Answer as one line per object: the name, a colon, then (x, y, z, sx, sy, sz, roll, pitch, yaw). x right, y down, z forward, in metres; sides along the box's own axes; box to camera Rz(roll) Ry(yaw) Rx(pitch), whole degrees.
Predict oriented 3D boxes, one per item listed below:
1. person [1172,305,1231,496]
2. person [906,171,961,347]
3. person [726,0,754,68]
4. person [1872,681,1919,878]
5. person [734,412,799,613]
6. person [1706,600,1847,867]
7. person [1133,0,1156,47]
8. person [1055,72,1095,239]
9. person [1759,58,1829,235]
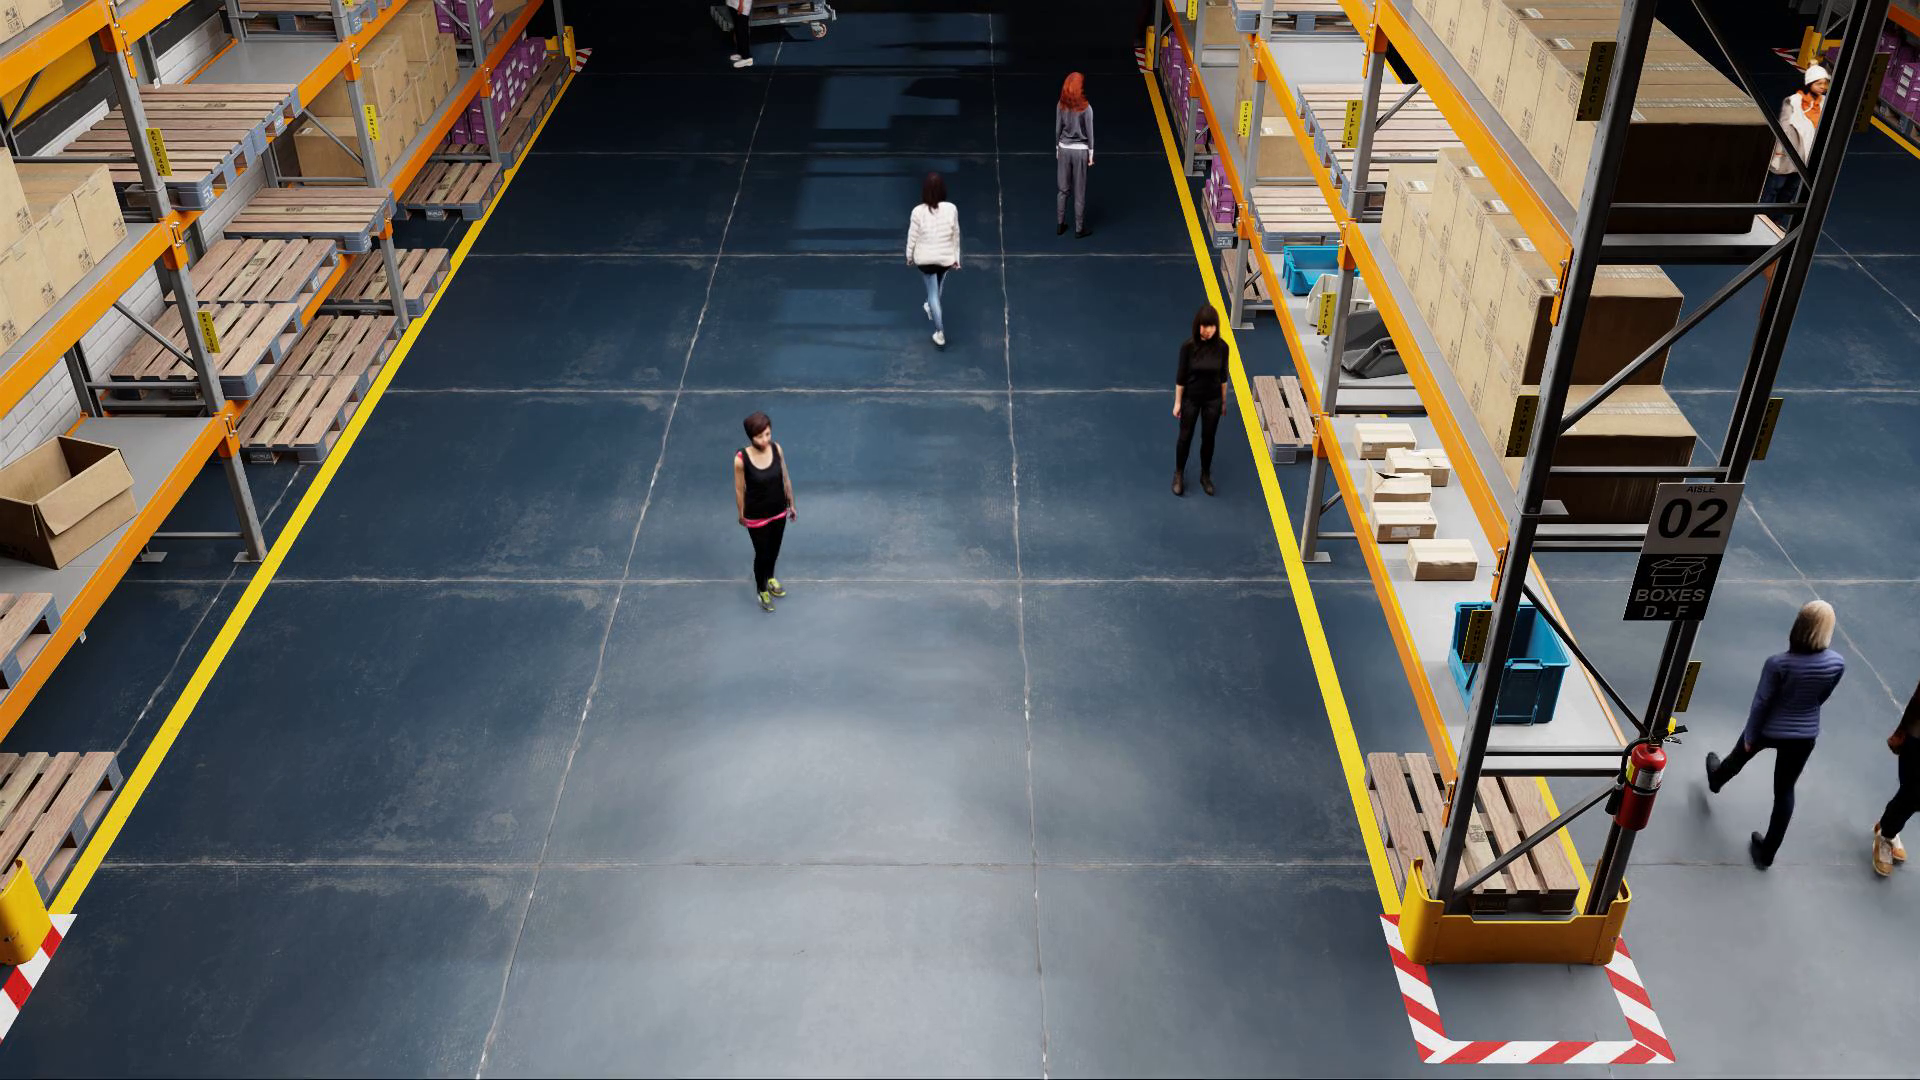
person: (1.913, -1.134, 13.269, 0.587, 1.641, 0.493, -1, 34, -1)
person: (-0.225, -2.594, 15.505, 0.824, 1.598, 1.119, -8, 35, -12)
person: (-3.010, -7.286, 22.484, 0.762, 1.687, 0.607, -6, 34, -9)
person: (5.680, 1.085, 9.722, 0.659, 1.874, 0.654, 1, 34, 1)
person: (-1.451, -0.267, 12.055, 0.689, 1.542, 0.747, -25, 41, -33)
person: (4.865, 1.174, 9.745, 0.712, 1.700, 1.094, 2, 34, 4)
person: (2.549, -7.785, 23.089, 0.876, 1.848, 0.790, -17, 37, -24)
person: (1.200, -4.063, 17.552, 0.656, 1.780, 0.661, 18, 38, 25)
person: (8.778, -4.120, 17.537, 0.783, 1.890, 0.792, -13, 36, -18)
